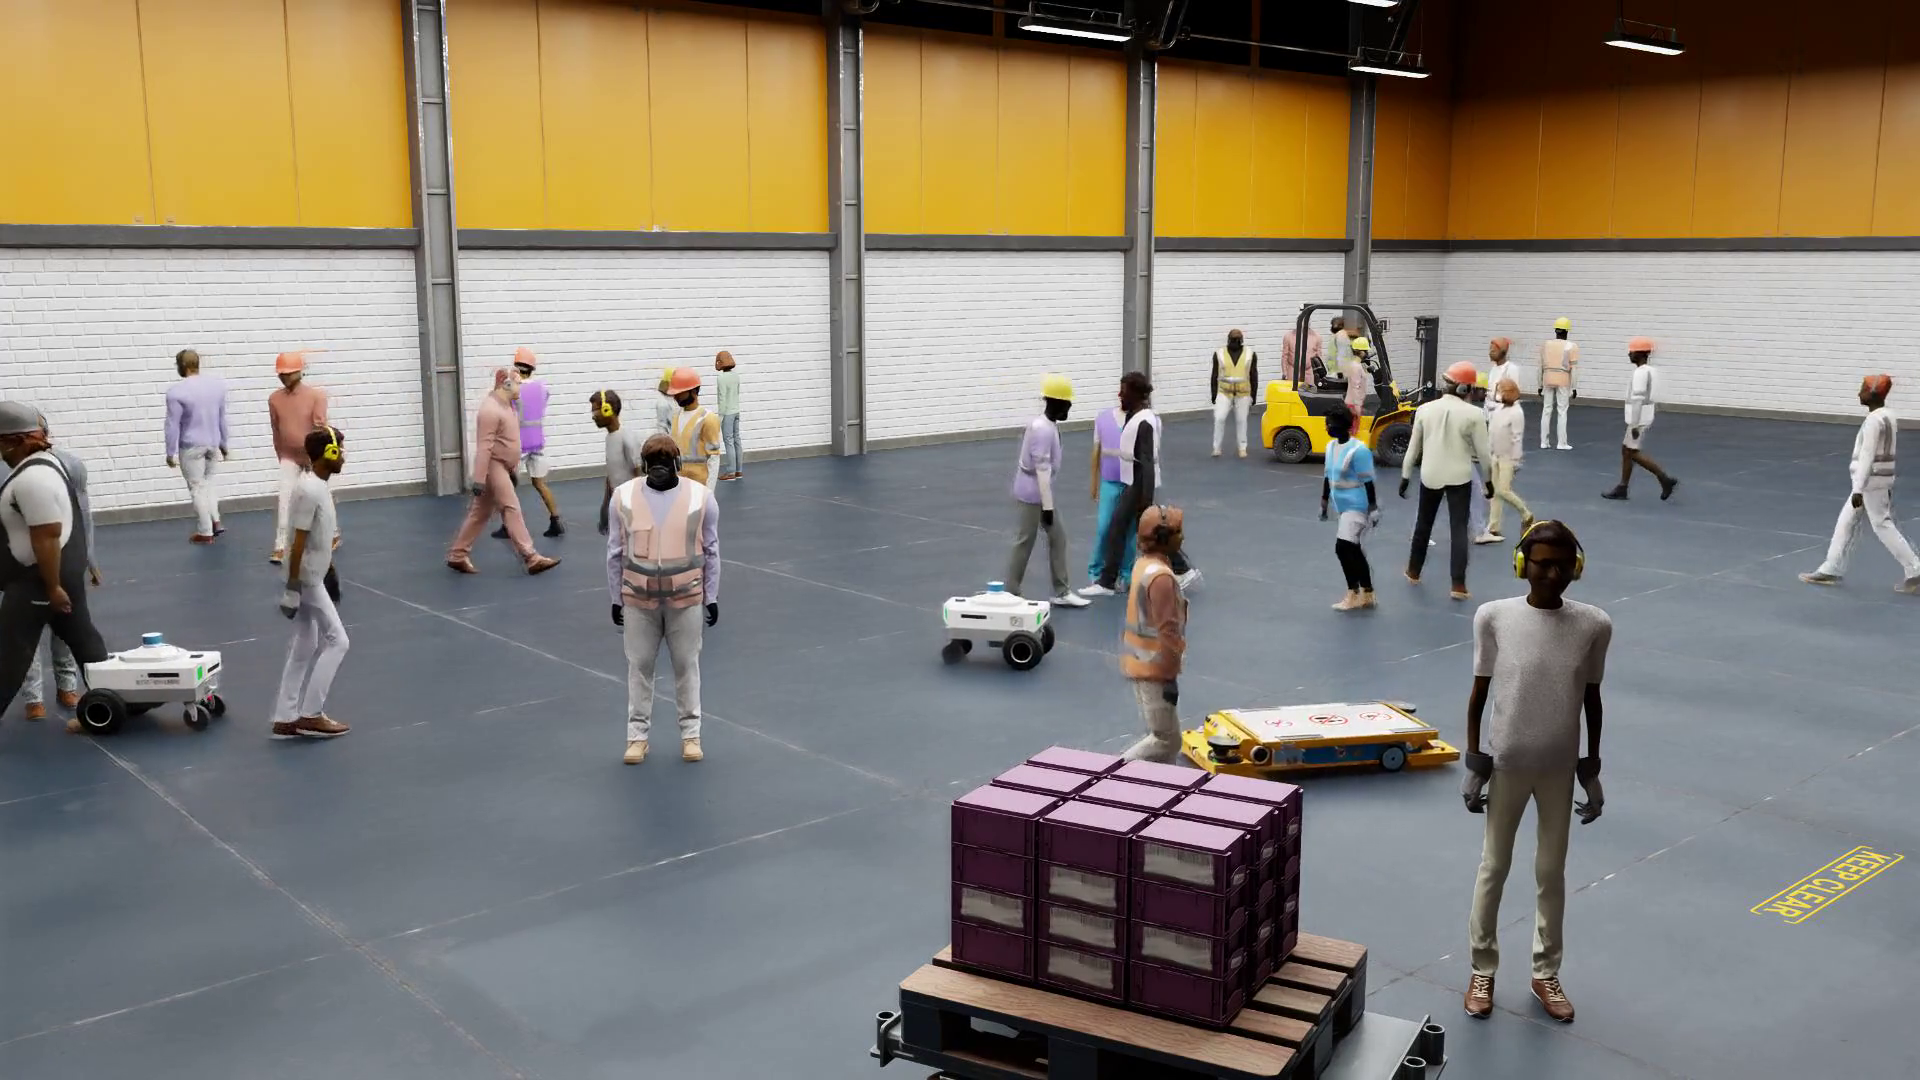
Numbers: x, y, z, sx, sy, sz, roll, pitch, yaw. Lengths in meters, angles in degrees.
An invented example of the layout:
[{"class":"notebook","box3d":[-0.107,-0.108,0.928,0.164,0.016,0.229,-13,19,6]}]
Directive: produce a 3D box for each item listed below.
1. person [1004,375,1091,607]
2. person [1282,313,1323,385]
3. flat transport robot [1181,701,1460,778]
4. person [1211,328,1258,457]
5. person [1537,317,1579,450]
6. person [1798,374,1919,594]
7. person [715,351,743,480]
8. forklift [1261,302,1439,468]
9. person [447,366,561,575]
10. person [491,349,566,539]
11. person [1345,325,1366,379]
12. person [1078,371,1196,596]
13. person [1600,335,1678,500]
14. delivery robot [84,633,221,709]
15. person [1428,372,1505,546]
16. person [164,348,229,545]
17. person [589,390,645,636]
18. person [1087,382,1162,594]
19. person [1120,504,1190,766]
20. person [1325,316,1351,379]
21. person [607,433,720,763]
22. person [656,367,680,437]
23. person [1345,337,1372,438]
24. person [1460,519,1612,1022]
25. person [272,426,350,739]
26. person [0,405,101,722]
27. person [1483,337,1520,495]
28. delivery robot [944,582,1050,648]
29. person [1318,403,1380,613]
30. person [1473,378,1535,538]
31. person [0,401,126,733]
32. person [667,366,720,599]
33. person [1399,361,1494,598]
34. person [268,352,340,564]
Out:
[{"class":"person","box3d":[0.702,-0.355,13.133,0.798,1.881,0.602,3,10,17]},{"class":"person","box3d":[5.503,-2.699,26.790,0.644,1.904,0.399,2,10,10]},{"class":"flat transport robot","box3d":[1.986,1.103,9.302,1.431,0.197,0.652,-2,10,-12]},{"class":"person","box3d":[3.840,-2.048,23.246,0.654,1.819,0.435,1,10,5]},{"class":"person","box3d":[8.704,-2.270,24.208,0.594,1.925,0.378,9,13,42]},{"class":"person","box3d":[7.710,-0.477,13.977,0.990,1.842,0.583,7,12,34]},{"class":"person","box3d":[-2.921,-1.563,20.925,0.285,1.632,0.499,3,10,19]},{"class":"forklift","box3d":[5.320,-2.157,22.763,2.313,2.155,1.214,3,10,16]},{"class":"person","box3d":[-4.082,-0.592,14.641,1.023,1.855,0.683,-1,10,-7]},{"class":"person","box3d":[-4.312,-0.938,16.541,0.598,1.897,0.585,7,12,37]},{"class":"person","box3d":[6.706,-2.866,28.558,0.498,1.633,0.284,3,10,17]},{"class":"person","box3d":[1.506,-0.453,13.793,0.968,1.857,0.606,0,10,-2]},{"class":"person","box3d":[7.816,-1.380,19.028,0.797,1.916,0.558,6,11,31]},{"class":"delivery robot","box3d":[-4.829,0.800,9.971,0.707,0.478,0.477,-1,10,-3]},{"class":"person","box3d":[4.866,-0.779,16.159,0.798,1.696,0.549,7,12,36]},{"class":"person","box3d":[-7.468,-0.906,16.237,0.453,1.918,0.650,5,11,25]},{"class":"person","box3d":[-2.474,-0.208,12.431,0.518,1.822,0.557,-5,11,-25]},{"class":"person","box3d":[1.357,-0.447,13.913,0.639,1.809,0.471,2,10,12]},{"class":"person","box3d":[0.911,0.633,8.078,0.531,1.624,0.525,0,10,-1]},{"class":"person","box3d":[6.315,-2.813,27.715,0.479,1.815,0.652,2,10,13]},{"class":"person","box3d":[-1.648,0.326,9.256,0.619,1.845,0.430,-1,10,-6]},{"class":"person","box3d":[-2.919,-0.940,17.118,0.668,1.695,0.525,1,10,8]},{"class":"person","box3d":[5.180,-1.757,21.678,0.325,1.767,0.533,2,10,11]},{"class":"person","box3d":[2.116,0.845,6.135,0.512,1.874,0.328,1,10,7]},{"class":"person","box3d":[-3.803,0.255,9.711,0.553,1.824,0.540,-5,11,-26]},{"class":"person","box3d":[-5.637,0.139,10.189,0.666,1.930,0.559,-8,12,-39]},{"class":"person","box3d":[6.267,-1.427,19.434,0.470,1.866,0.616,-1,10,-8]},{"class":"delivery robot","box3d":[0.252,0.533,11.532,0.707,0.478,0.477,2,10,14]},{"class":"person","box3d":[3.083,-0.250,13.120,0.563,1.657,0.547,-2,10,-13]},{"class":"person","box3d":[5.412,-0.799,16.490,0.501,1.623,0.522,-1,10,-7]},{"class":"person","box3d":[-5.427,0.164,9.626,0.990,2.000,0.686,-3,10,-17]},{"class":"person","box3d":[-2.195,-0.448,13.540,0.543,1.928,0.374,8,13,40]},{"class":"person","box3d":[4.068,-0.518,13.908,0.753,1.941,0.854,5,11,29]},{"class":"person","box3d":[-6.137,-0.791,15.523,0.597,1.942,1.016,1,10,3]}]
